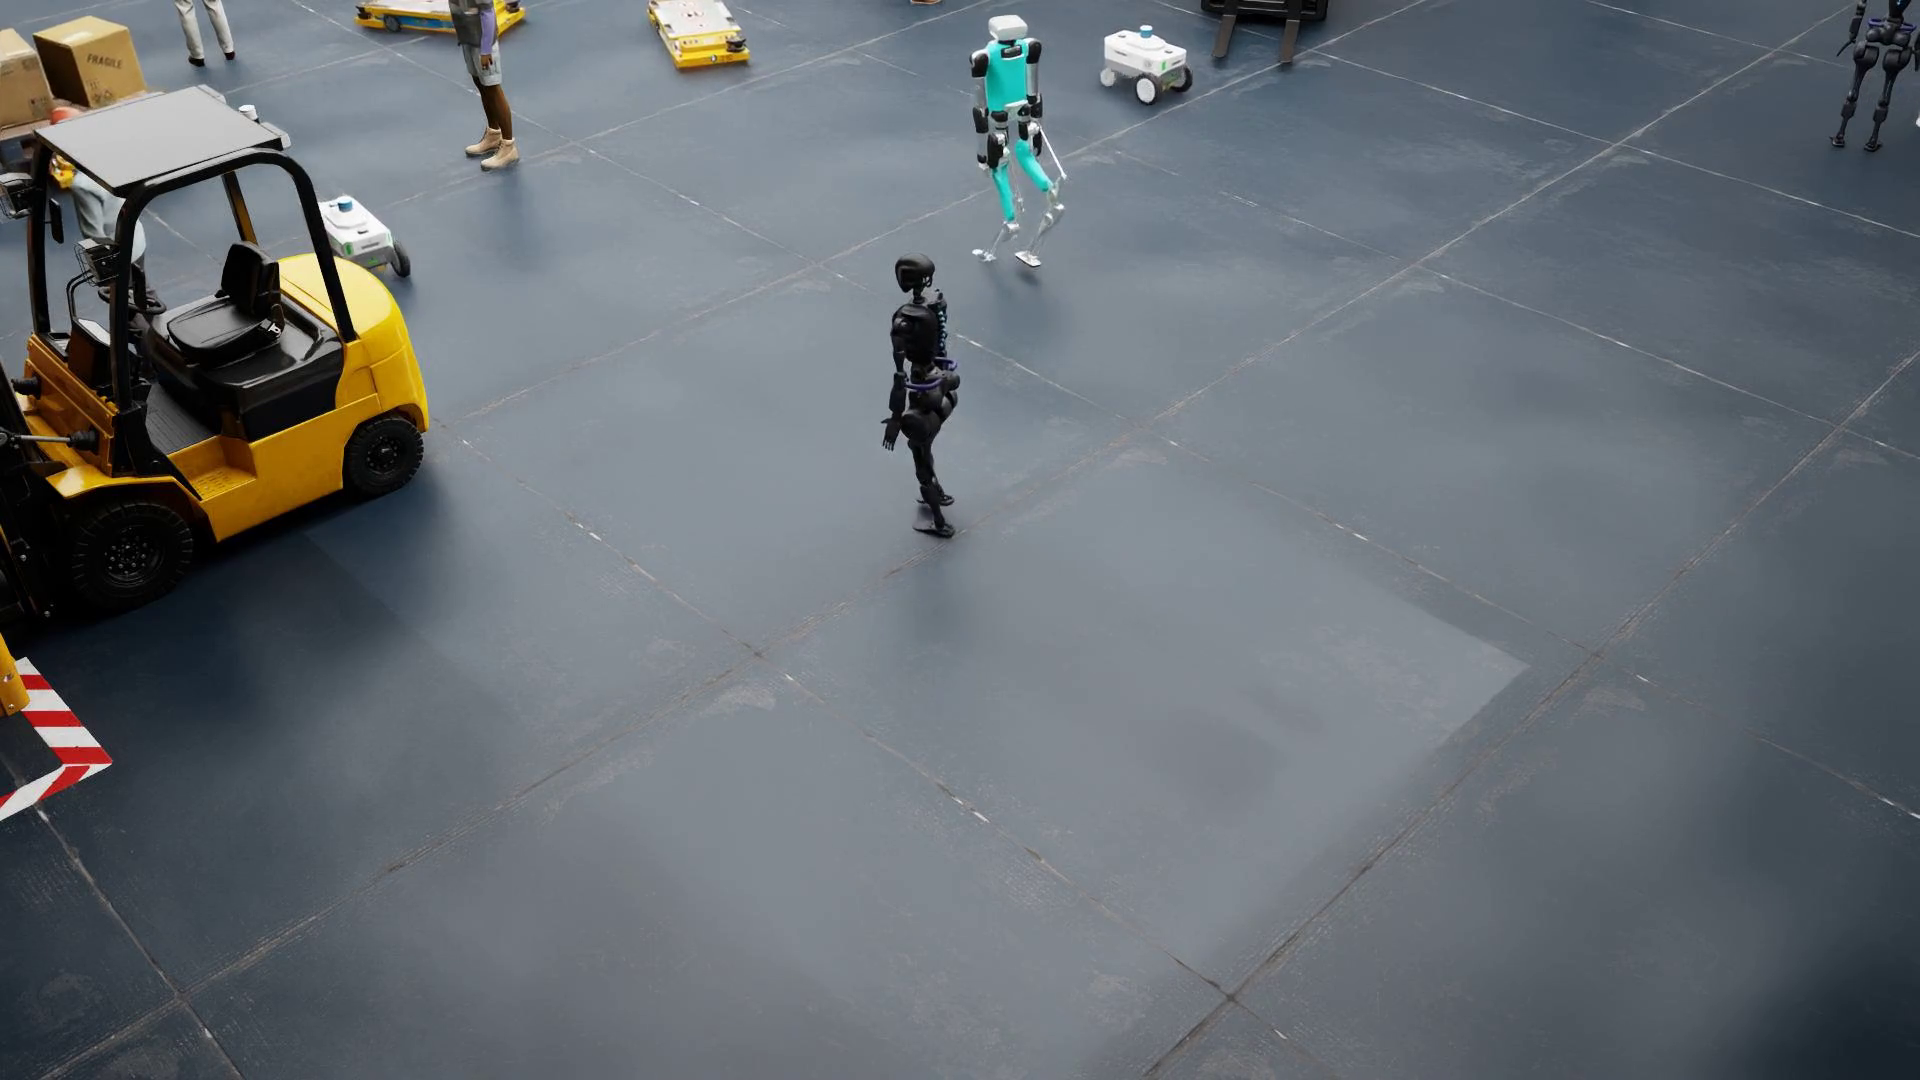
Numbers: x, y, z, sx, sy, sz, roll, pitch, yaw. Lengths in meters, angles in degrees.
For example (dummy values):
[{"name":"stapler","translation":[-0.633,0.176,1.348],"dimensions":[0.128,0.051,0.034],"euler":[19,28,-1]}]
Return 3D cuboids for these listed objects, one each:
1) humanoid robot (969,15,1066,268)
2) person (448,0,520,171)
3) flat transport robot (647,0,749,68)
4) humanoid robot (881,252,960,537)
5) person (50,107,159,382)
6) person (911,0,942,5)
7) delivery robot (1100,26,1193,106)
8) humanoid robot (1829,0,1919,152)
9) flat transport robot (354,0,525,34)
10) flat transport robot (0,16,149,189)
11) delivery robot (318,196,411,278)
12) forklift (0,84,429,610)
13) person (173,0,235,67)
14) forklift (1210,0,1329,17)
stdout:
[{"name":"humanoid robot","translation":[0.427,-2.581,11.249],"dimensions":[0.536,1.794,0.835],"euler":[-21,42,-26]},{"name":"person","translation":[-3.700,-3.841,12.658],"dimensions":[0.369,2.045,0.604],"euler":[-21,42,-26]},{"name":"flat transport robot","translation":[-2.424,-4.700,15.288],"dimensions":[0.659,0.231,1.431],"euler":[-12,38,-15]},{"name":"humanoid robot","translation":[-0.181,-0.749,8.829],"dimensions":[0.359,1.644,0.587],"euler":[16,40,20]},{"name":"person","translation":[-5.186,-1.804,10.182],"dimensions":[0.351,1.737,0.575],"euler":[-2,37,-2]},{"name":"person","translation":[-0.411,-6.071,15.730],"dimensions":[0.373,1.939,0.628],"euler":[-13,39,-16]},{"name":"delivery robot","translation":[1.572,-4.099,14.236],"dimensions":[0.499,0.583,0.758],"euler":[-31,47,-34]},{"name":"humanoid robot","translation":[7.237,-3.896,13.023],"dimensions":[0.599,1.657,0.315],"euler":[17,40,22]},{"name":"flat transport robot","translation":[-4.902,-4.971,15.651],"dimensions":[1.431,0.231,0.659],"euler":[9,38,12]},{"name":"flat transport robot","translation":[-7.072,-3.192,13.269],"dimensions":[0.659,0.231,1.431],"euler":[-26,44,-30]},{"name":"delivery robot","translation":[-4.199,-2.076,11.546],"dimensions":[0.499,0.606,0.781],"euler":[-25,43,-30]},{"name":"forklift","translation":[-4.145,-1.093,8.856],"dimensions":[2.313,2.155,1.214],"euler":[-31,47,-34]},{"name":"person","translation":[-6.746,-5.028,14.463],"dimensions":[0.537,1.784,0.387],"euler":[-22,42,-27]},{"name":"forklift","translation":[3.106,-6.400,15.960],"dimensions":[1.214,2.155,2.313],"euler":[8,37,10]}]
